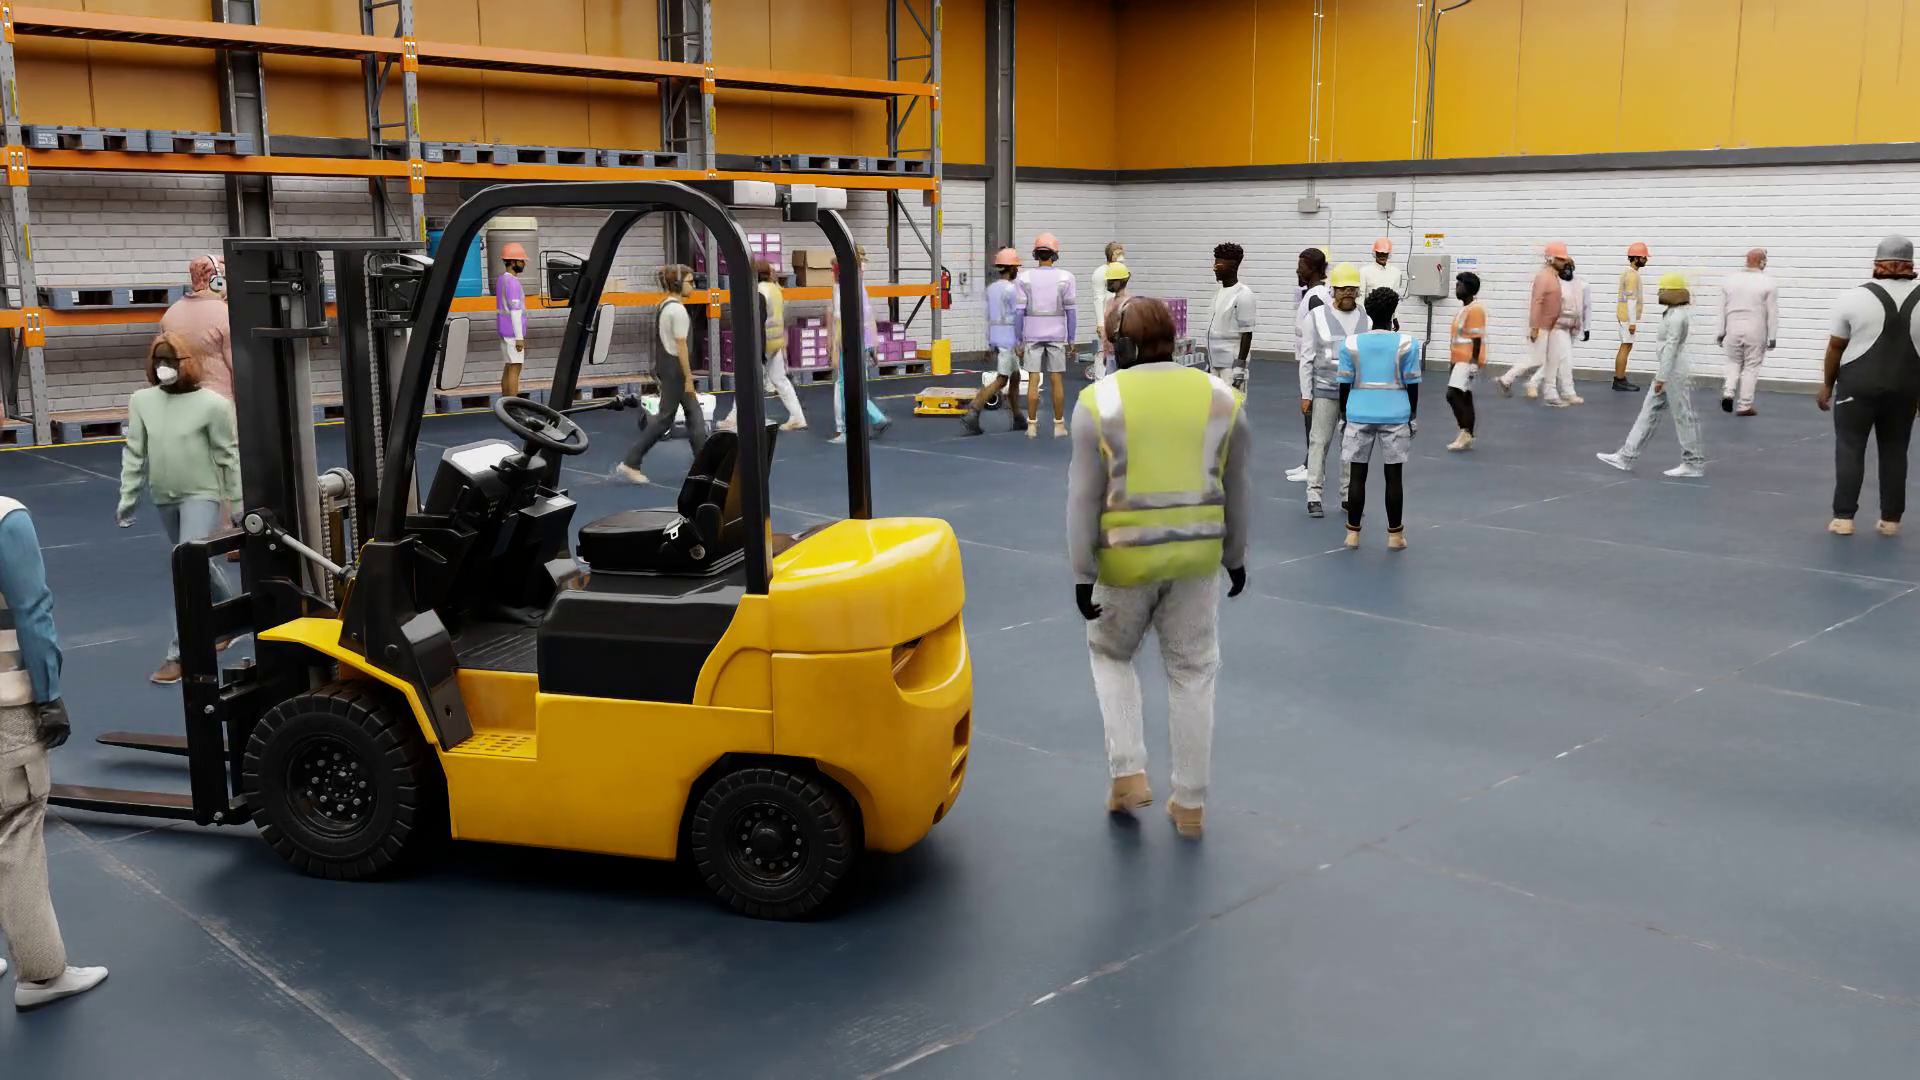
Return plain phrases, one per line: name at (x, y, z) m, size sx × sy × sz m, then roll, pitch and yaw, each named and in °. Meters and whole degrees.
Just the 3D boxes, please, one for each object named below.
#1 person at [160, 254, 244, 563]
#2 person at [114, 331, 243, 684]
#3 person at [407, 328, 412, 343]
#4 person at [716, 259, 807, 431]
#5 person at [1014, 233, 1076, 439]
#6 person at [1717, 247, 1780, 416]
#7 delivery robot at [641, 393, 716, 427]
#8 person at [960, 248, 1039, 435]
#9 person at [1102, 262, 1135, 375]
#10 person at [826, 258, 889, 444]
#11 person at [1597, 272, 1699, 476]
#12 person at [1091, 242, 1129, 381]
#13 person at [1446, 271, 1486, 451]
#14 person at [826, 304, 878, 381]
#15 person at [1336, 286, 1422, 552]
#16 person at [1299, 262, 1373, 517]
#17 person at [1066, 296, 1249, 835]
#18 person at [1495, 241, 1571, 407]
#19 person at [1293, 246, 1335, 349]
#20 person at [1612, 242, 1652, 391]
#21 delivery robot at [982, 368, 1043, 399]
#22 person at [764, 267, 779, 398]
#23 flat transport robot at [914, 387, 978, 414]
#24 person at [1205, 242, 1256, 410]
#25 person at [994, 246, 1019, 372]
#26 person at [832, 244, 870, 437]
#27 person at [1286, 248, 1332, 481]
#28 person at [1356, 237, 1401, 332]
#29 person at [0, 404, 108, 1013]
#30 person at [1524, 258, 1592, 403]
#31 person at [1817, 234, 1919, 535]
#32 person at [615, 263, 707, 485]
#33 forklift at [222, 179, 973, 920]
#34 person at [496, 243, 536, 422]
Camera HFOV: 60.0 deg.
person at (-4.614, -0.815, 10.358) m, size 0.652 × 1.906 × 0.403 m, roll 5°, pitch 11°, yaw 23°
person at (-3.620, -0.183, 7.788) m, size 0.500 × 1.590 × 0.869 m, roll 2°, pitch 11°, yaw 12°
person at (-5.801, -1.878, 16.885) m, size 0.523 × 1.636 × 0.310 m, roll 0°, pitch 10°, yaw 1°
person at (-2.034, -2.011, 17.222) m, size 0.966 × 1.787 × 0.629 m, roll 3°, pitch 11°, yaw 15°
person at (0.847, -2.021, 16.562) m, size 0.616 × 2.040 × 0.382 m, roll 1°, pitch 10°, yaw 4°
person at (8.854, -2.327, 18.650) m, size 0.445 × 1.884 × 0.668 m, roll -8°, pitch 13°, yaw -38°
delivery robot at (-2.811, -1.340, 16.648) m, size 0.707 × 0.478 × 0.477 m, roll -4°, pitch 11°, yaw -23°
person at (0.397, -2.025, 16.997) m, size 0.953 × 1.907 × 0.538 m, roll -5°, pitch 12°, yaw -27°
person at (1.511, -1.776, 15.983) m, size 0.330 × 1.765 × 0.533 m, roll -4°, pitch 11°, yaw -23°
person at (-1.017, -1.838, 16.170) m, size 0.513 × 1.824 × 0.561 m, roll 1°, pitch 10°, yaw 5°
person at (5.861, -1.390, 14.009) m, size 0.849 × 1.701 × 0.508 m, roll 3°, pitch 11°, yaw 16°
person at (1.848, -2.637, 20.203) m, size 0.372 × 1.940 × 0.631 m, roll 9°, pitch 14°, yaw 40°
person at (4.662, -1.652, 15.500) m, size 0.434 × 1.684 × 0.552 m, roll 0°, pitch 10°, yaw 2°
person at (-1.114, -1.869, 16.961) m, size 0.525 × 1.595 × 0.832 m, roll 1°, pitch 10°, yaw 6°
person at (2.679, -0.769, 10.676) m, size 0.531 × 1.697 × 0.320 m, roll 3°, pitch 11°, yaw 18°
person at (2.737, -1.071, 11.954) m, size 0.600 × 1.830 × 0.404 m, roll -1°, pitch 10°, yaw -8°
person at (0.682, 0.088, 5.665) m, size 0.684 × 1.817 × 0.479 m, roll -1°, pitch 10°, yaw -6°
person at (6.846, -2.558, 19.724) m, size 0.803 × 1.962 × 0.634 m, roll 8°, pitch 13°, yaw 38°
person at (3.976, -2.289, 18.381) m, size 0.593 × 1.909 × 0.716 m, roll 3°, pitch 11°, yaw 16°
person at (8.745, -2.894, 21.648) m, size 0.375 × 1.932 × 0.544 m, roll 3°, pitch 11°, yaw 16°
delivery robot at (0.619, -1.847, 19.415) m, size 0.707 × 0.478 × 0.477 m, roll 1°, pitch 10°, yaw 4°
person at (-2.390, -2.597, 20.807) m, size 0.280 × 1.636 × 0.501 m, roll 4°, pitch 11°, yaw 20°
flat transport robot at (-0.120, -1.610, 19.152) m, size 0.652 × 0.197 × 1.431 m, roll 1°, pitch 10°, yaw 6°
person at (2.230, -1.497, 13.911) m, size 0.367 × 1.966 × 0.605 m, roll -4°, pitch 11°, yaw -20°
person at (0.699, -3.332, 24.192) m, size 0.309 × 1.864 × 0.535 m, roll -4°, pitch 11°, yaw -20°
person at (-1.073, -1.941, 16.417) m, size 0.371 × 1.935 × 0.629 m, roll 1°, pitch 10°, yaw 8°
person at (2.917, -1.442, 13.742) m, size 0.377 × 1.917 × 0.599 m, roll 2°, pitch 11°, yaw 10°
person at (5.309, -2.828, 21.099) m, size 0.612 × 1.991 × 0.392 m, roll -3°, pitch 11°, yaw -16°
person at (-2.561, 0.424, 4.330) m, size 0.514 × 1.639 × 0.310 m, roll 2°, pitch 11°, yaw 13°
person at (7.312, -2.581, 20.318) m, size 0.613 × 1.794 × 0.822 m, roll -4°, pitch 11°, yaw -22°
person at (6.207, -1.046, 11.249) m, size 0.701 × 2.000 × 0.537 m, roll 2°, pitch 11°, yaw 12°
person at (-2.368, -1.338, 13.508) m, size 0.943 × 1.808 × 0.522 m, roll -3°, pitch 11°, yaw -17°
forklift at (-1.114, -0.058, 5.440) m, size 2.313 × 2.155 × 1.214 m, roll 2°, pitch 11°, yaw 13°
person at (-4.843, -2.256, 18.128) m, size 0.375 × 1.935 × 0.551 m, roll -5°, pitch 12°, yaw -27°
